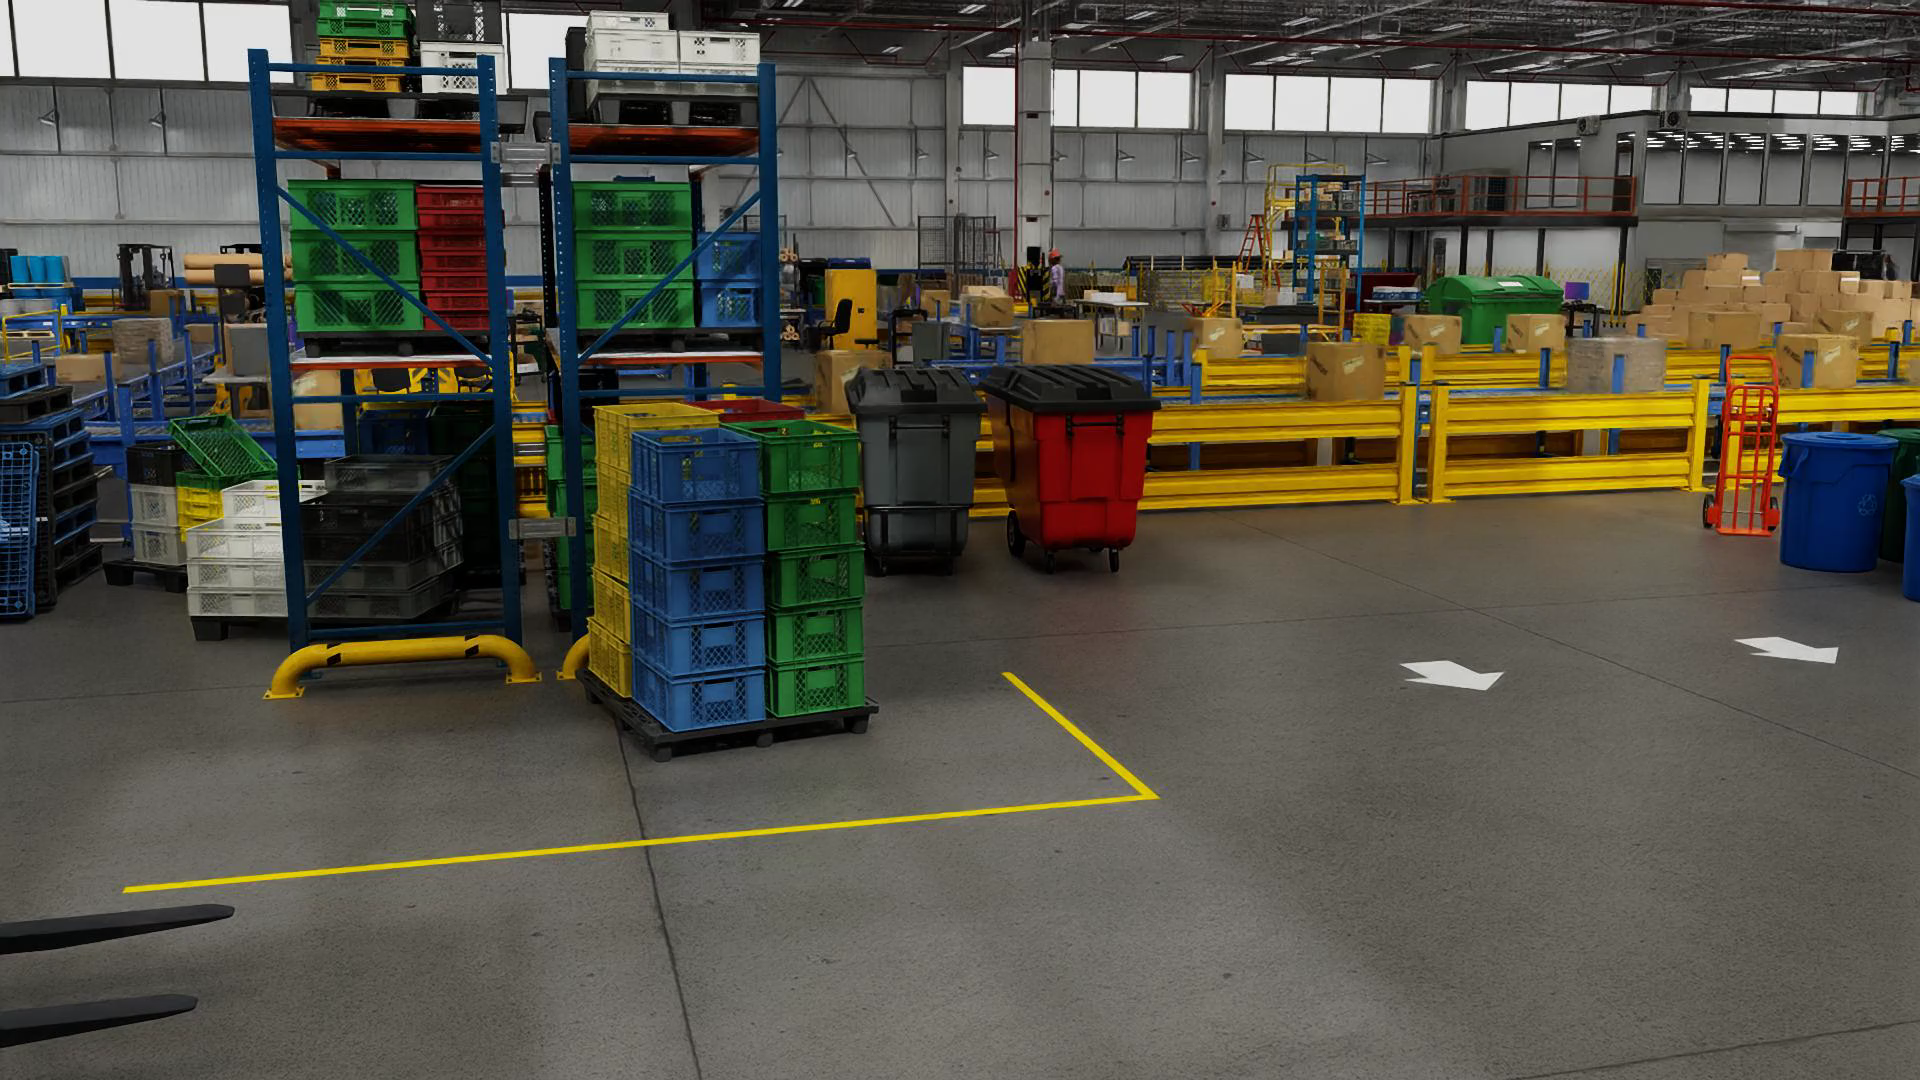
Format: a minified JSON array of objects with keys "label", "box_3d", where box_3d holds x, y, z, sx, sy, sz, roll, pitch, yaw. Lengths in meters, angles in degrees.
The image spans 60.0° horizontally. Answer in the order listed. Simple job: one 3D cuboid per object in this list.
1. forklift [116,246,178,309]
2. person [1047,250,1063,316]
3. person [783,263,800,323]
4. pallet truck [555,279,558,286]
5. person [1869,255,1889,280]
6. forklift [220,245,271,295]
[{"label":"forklift","box_3d":[-19.966,-6.232,40.894,1.157,1.987,2.680,-3,10,-15]},{"label":"person","box_3d":[2.241,-5.846,39.500,0.566,2.036,0.637,3,11,18]},{"label":"person","box_3d":[-4.668,-6.965,46.237,0.648,1.882,0.492,9,14,42]},{"label":"pallet truck","box_3d":[-10.604,-6.375,44.520,0.653,1.274,1.630,-3,10,-15]},{"label":"person","box_3d":[28.070,-7.782,50.942,0.347,1.863,0.721,-2,10,-11]},{"label":"forklift","box_3d":[-17.749,-6.334,41.440,1.157,1.987,2.680,-3,10,-17]}]
